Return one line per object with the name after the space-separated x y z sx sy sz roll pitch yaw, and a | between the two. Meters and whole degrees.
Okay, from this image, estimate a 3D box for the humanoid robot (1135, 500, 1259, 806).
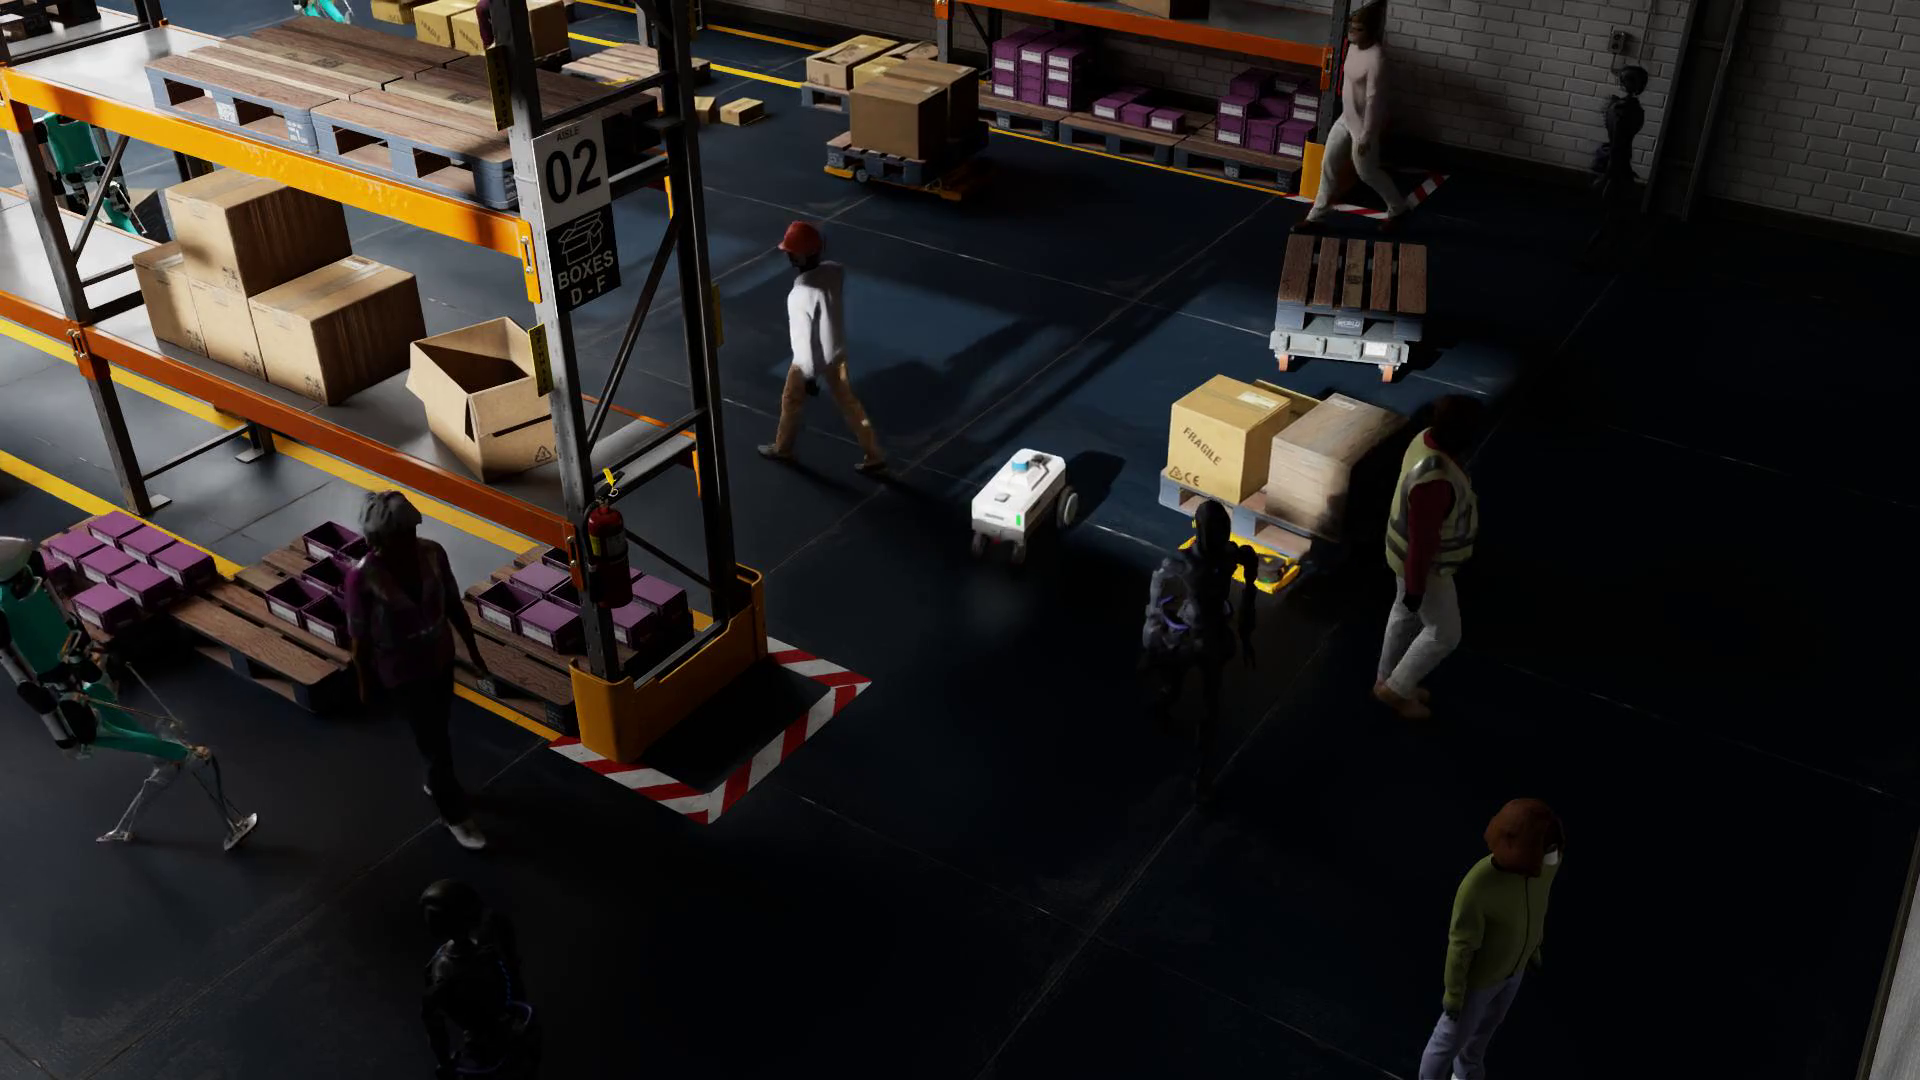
1.132 0.446 7.950 0.605 1.613 0.745 -9 34 -13 | humanoid robot

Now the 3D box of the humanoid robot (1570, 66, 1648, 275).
5.163 -2.857 12.968 0.478 1.643 0.597 19 38 27 | humanoid robot

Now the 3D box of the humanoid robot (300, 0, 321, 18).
-7.040 -6.165 18.069 0.826 1.828 0.541 25 41 33 | humanoid robot

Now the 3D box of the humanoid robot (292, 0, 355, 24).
-6.524 -5.561 17.087 0.658 1.814 0.537 18 37 26 | humanoid robot

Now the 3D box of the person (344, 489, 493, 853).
-2.388 0.599 7.519 0.742 1.821 0.530 23 39 31 | person

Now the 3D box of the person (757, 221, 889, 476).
-0.865 -1.180 10.369 0.921 1.703 0.563 20 38 27 | person

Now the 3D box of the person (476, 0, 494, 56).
-4.058 -4.265 14.892 0.426 1.947 0.488 20 38 28 | person

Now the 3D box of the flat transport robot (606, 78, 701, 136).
-3.210 -4.288 16.463 0.659 0.231 1.431 -22 39 -30 | flat transport robot

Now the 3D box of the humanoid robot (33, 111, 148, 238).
-6.234 -2.436 12.149 0.735 1.677 0.533 23 40 31 | humanoid robot

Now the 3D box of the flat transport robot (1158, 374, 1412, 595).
1.999 -0.153 10.108 0.659 0.231 1.431 25 40 33 | flat transport robot

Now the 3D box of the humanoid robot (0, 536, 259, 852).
-3.656 0.723 7.444 1.017 1.756 0.554 -3 33 -5 | humanoid robot

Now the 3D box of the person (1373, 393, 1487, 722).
2.355 0.100 8.288 0.484 1.828 0.648 8 34 12 | person

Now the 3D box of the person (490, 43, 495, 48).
-3.894 -3.755 14.306 0.625 1.725 0.598 6 33 9 | person

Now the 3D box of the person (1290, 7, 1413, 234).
3.333 -3.408 13.623 0.975 1.902 0.642 -6 33 -9 | person

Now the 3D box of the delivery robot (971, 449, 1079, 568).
0.362 -0.247 9.974 0.499 0.575 0.757 15 36 22 | delivery robot

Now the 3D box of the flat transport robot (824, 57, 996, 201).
-0.456 -3.379 15.067 1.431 0.231 0.659 17 37 24 | flat transport robot

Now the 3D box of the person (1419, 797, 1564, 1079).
1.972 1.596 6.163 0.503 1.636 0.282 -20 38 -28 | person

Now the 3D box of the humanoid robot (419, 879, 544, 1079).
-1.701 1.830 5.783 0.638 1.640 0.609 7 34 11 | humanoid robot
